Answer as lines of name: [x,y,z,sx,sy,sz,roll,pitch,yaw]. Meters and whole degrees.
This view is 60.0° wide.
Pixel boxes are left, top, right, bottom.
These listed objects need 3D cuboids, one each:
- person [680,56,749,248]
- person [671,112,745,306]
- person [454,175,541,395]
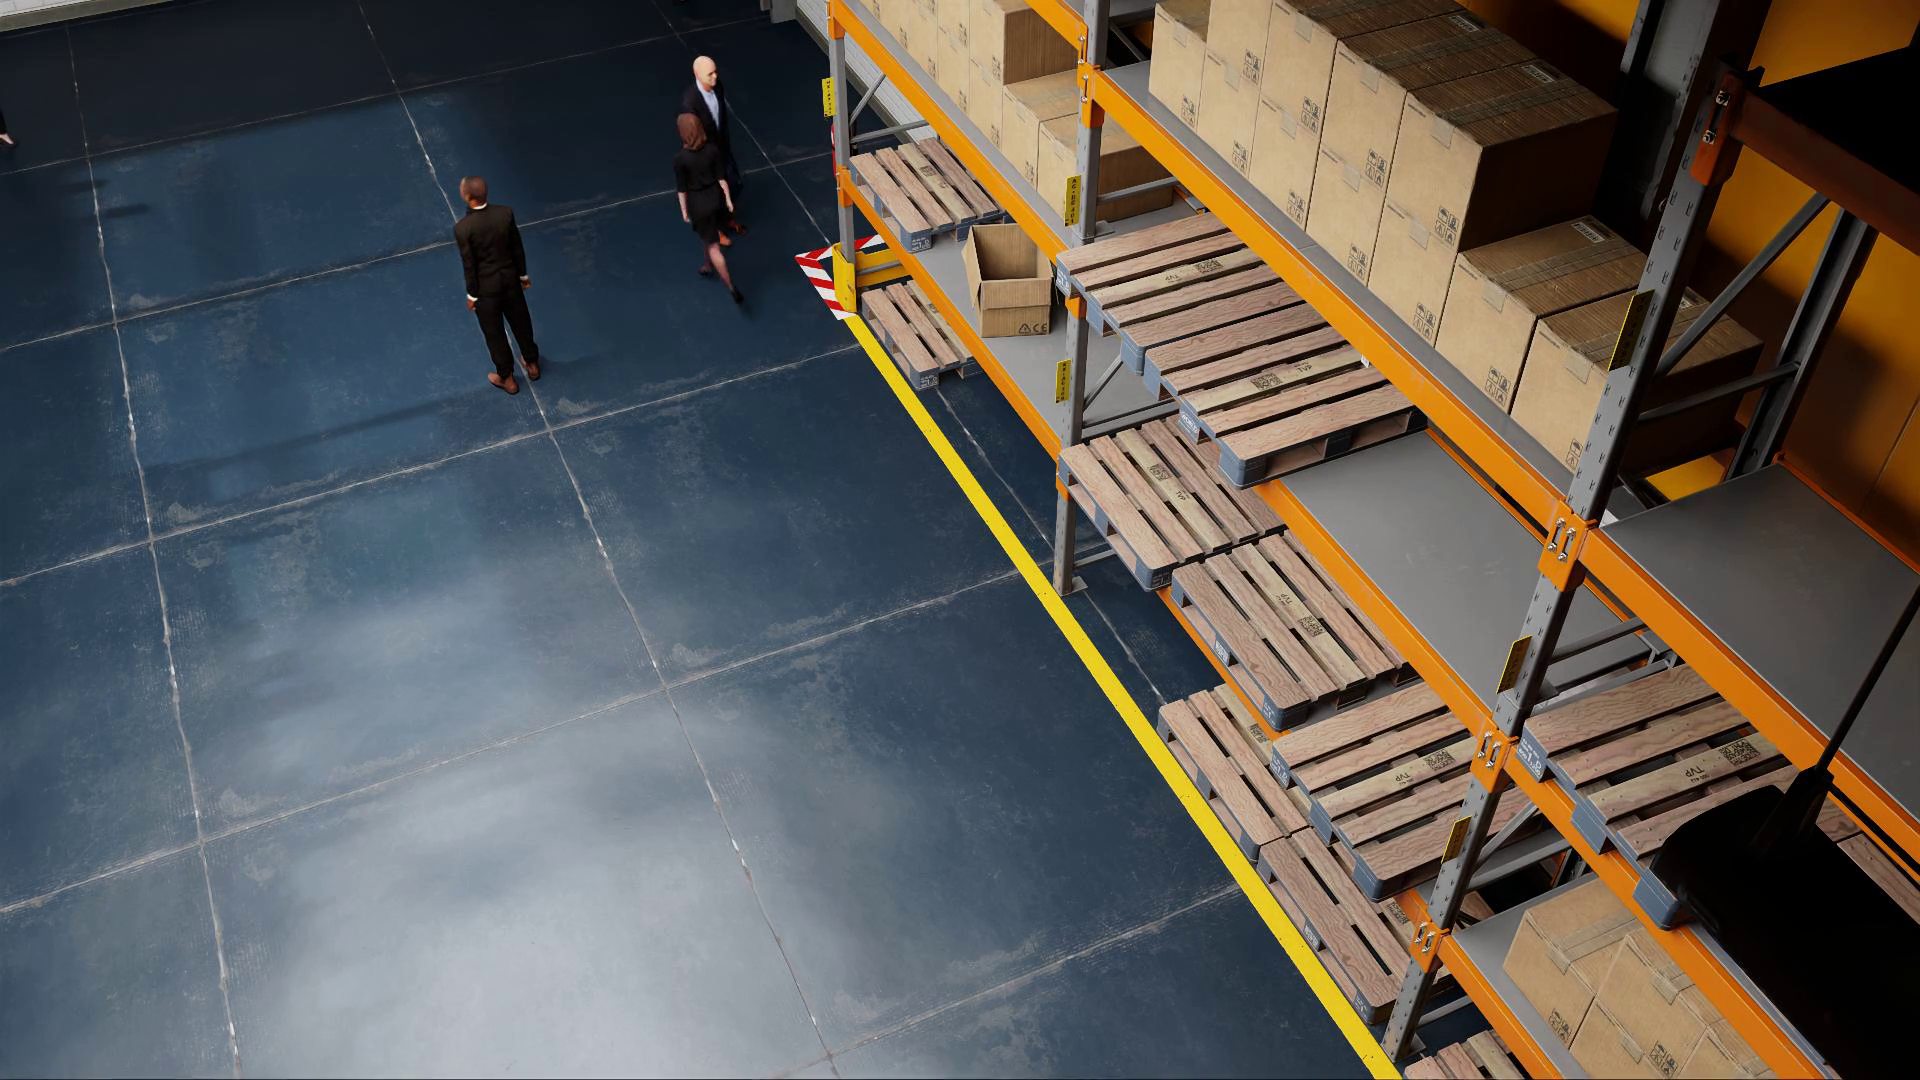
person: [-2.248,-3.433,14.600,0.769,1.789,0.796,31,52,28]
person: [-2.082,-2.740,13.964,0.761,1.664,1.113,-27,50,-25]
person: [-3.635,-2.011,13.025,0.775,1.904,0.724,-32,52,-29]
